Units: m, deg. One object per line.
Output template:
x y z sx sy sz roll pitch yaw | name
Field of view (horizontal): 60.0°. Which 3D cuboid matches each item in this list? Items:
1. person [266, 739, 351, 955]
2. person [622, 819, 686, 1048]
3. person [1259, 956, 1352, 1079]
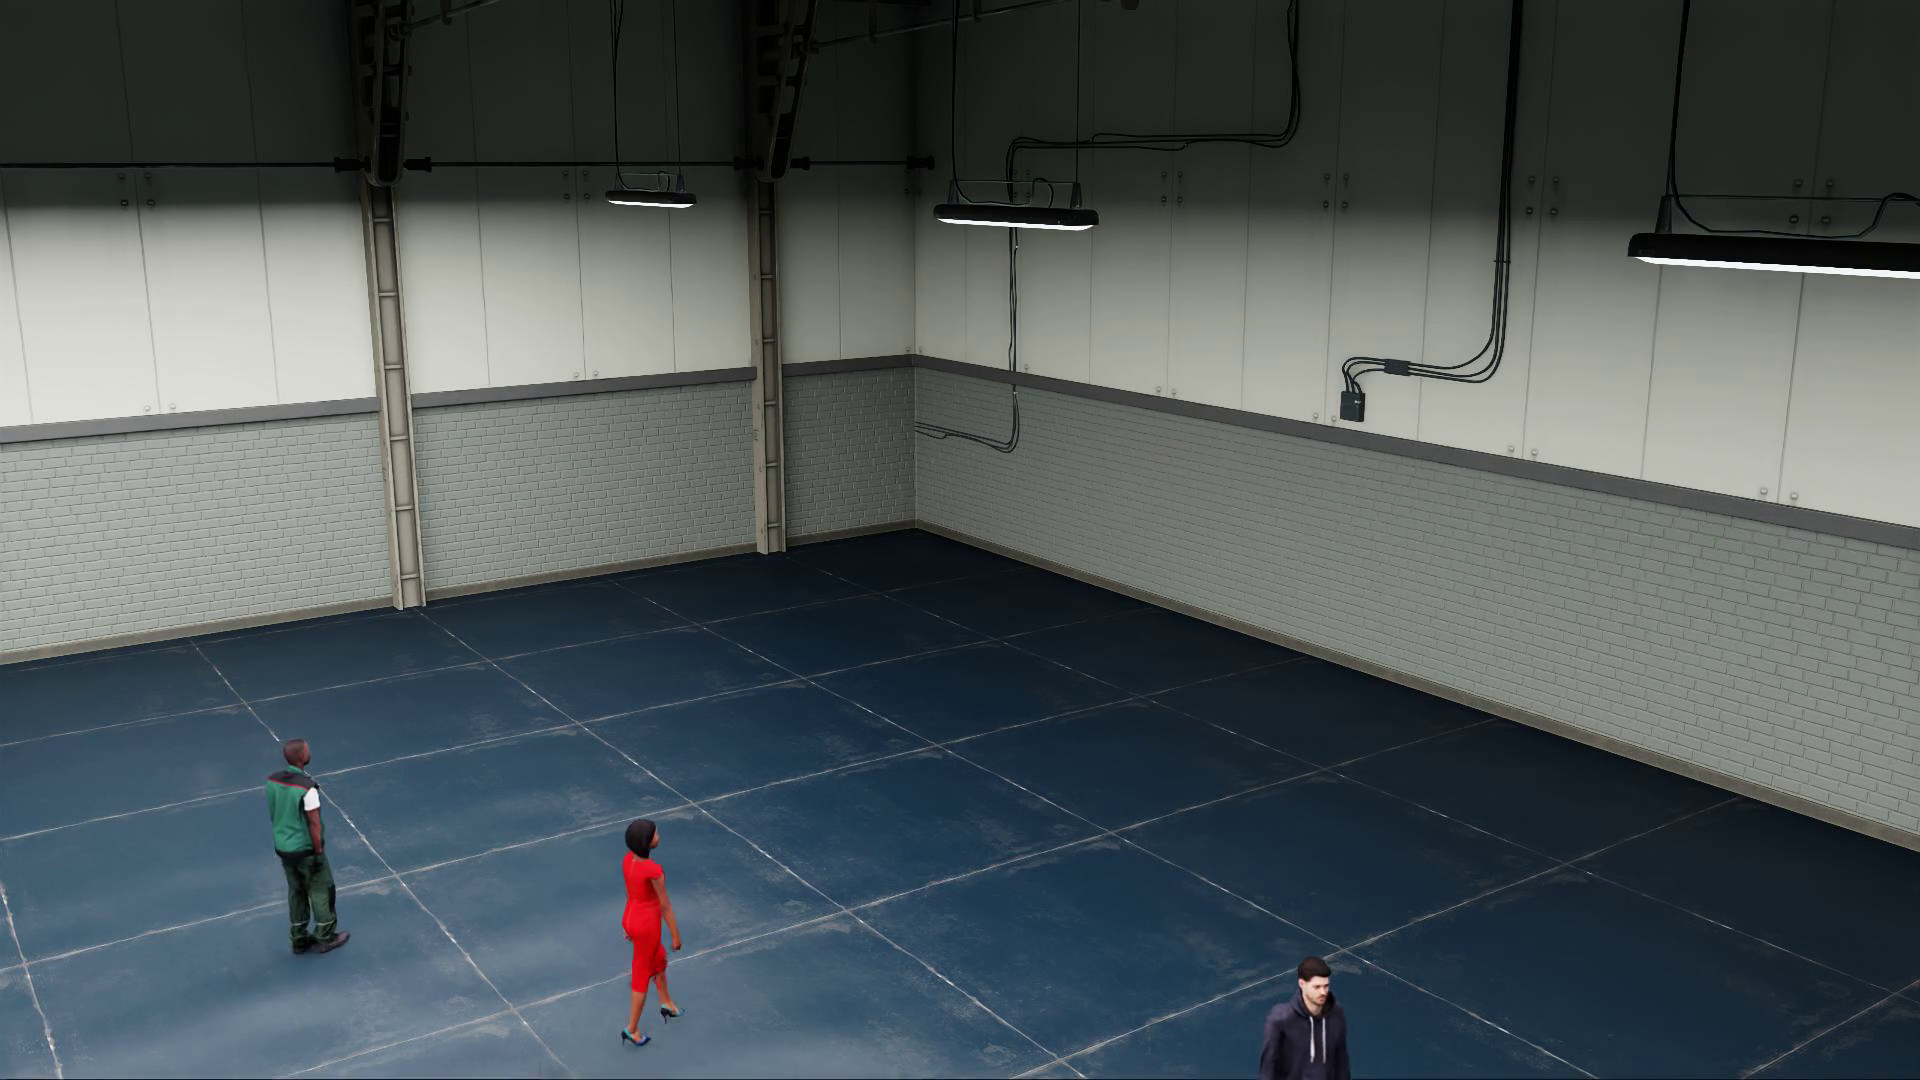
-5.426 2.512 13.568 0.834 1.831 0.870 6 14 25 | person
-2.377 2.896 12.149 0.886 1.724 0.665 -12 18 -43 | person
2.009 3.322 9.993 0.991 1.868 0.895 -5 14 -21 | person
